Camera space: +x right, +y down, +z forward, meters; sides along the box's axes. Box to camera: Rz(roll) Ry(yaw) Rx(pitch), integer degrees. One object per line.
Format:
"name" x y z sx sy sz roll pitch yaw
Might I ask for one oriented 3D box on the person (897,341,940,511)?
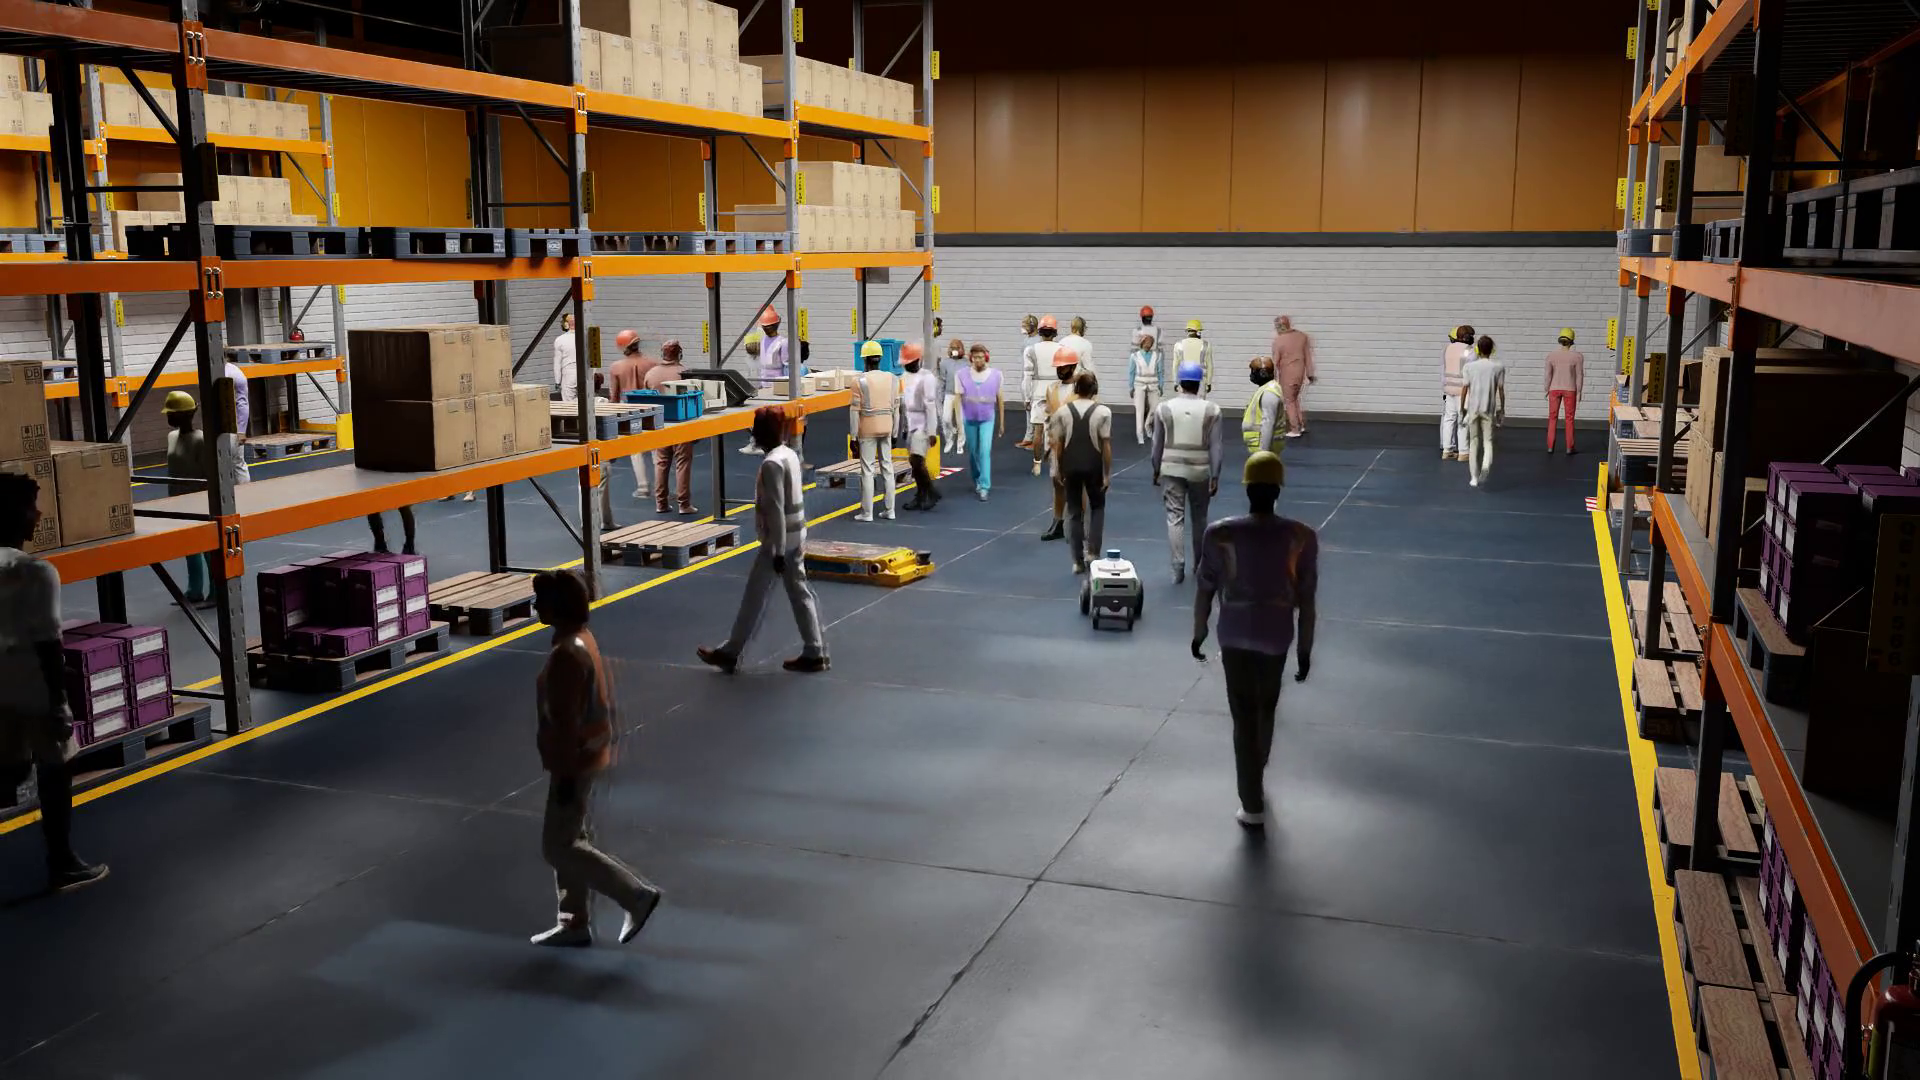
"person" -0.472 -1.219 18.109 0.534 1.888 0.651 -6 12 -32

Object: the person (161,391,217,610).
"person" -6.204 -0.319 13.394 0.533 1.767 0.326 6 12 30

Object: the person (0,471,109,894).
"person" -4.218 0.673 7.324 0.611 1.949 0.682 4 11 23

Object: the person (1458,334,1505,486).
"person" 6.291 -1.542 20.059 0.525 1.856 0.579 3 11 16

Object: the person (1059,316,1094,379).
"person" 1.609 -2.134 23.131 0.354 1.936 0.635 -9 14 -43

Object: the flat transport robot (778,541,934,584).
"flat transport robot" -1.009 0.179 14.792 1.431 0.197 0.652 5 11 26

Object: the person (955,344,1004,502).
"person" 0.225 -1.384 19.342 0.564 1.802 0.948 1 10 7

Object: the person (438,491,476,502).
"person" -5.740 -1.273 18.949 0.537 1.698 0.320 2 10 12

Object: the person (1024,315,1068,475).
"person" 1.111 -1.832 21.134 0.607 2.044 0.377 1 10 3

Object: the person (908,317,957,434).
"person" -0.425 -2.496 25.517 0.977 1.827 0.541 -4 11 -22

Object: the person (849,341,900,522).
"person" -0.919 -1.149 17.643 0.588 1.918 0.397 -6 12 -32

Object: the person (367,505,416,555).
"person" -5.198 -0.682 15.014 0.591 1.912 0.678 3 11 17

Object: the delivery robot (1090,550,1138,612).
"delivery robot" 1.193 0.319 12.944 0.477 0.478 0.707 0 10 2

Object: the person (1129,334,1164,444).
"person" 2.748 -2.241 24.626 0.531 1.626 0.496 -1 10 -6

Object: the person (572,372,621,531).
"person" -3.756 -0.912 17.078 0.513 1.642 0.313 4 11 23

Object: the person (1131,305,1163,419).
"person" 3.155 -3.001 28.082 0.558 1.930 0.675 -2 10 -13

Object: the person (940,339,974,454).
"person" -0.042 -2.000 23.272 0.506 1.622 0.394 1 10 6

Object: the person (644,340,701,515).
"person" -3.111 -1.227 18.151 0.641 1.902 0.400 4 11 21

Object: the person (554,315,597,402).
"person" -5.705 -2.385 24.670 0.646 1.897 0.398 -5 11 -28

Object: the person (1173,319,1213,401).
"person" 3.472 -2.377 24.804 0.591 1.829 0.404 3 10 15

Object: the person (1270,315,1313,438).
"person" 5.013 -2.484 25.303 0.718 1.865 0.447 -7 12 -33

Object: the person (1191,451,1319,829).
"person" 1.513 0.478 8.582 0.605 1.872 0.983 0 10 1

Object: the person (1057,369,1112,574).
"person" 1.112 -0.612 14.867 0.512 1.831 0.495 2 10 14

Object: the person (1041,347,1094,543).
"person" 1.043 -0.928 16.354 0.556 1.937 0.384 7 12 36

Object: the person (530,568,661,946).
"person" -1.542 0.914 6.833 0.453 1.624 0.531 -2 10 -9

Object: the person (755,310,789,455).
"person" -2.600 -2.159 23.003 0.605 2.034 0.393 9 14 42

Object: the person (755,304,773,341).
"person" -3.095 -2.769 26.541 0.375 1.996 0.611 -2 10 -11

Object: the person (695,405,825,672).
"person" -1.357 0.002 11.369 0.920 1.839 0.592 2 10 10

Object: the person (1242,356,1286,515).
"person" 3.017 -0.910 16.546 0.430 1.834 0.632 1 10 8

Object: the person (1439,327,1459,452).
"person" 7.016 -2.128 23.577 0.314 1.769 0.523 -1 10 -7

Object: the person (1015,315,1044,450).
"person" 1.035 -2.253 23.814 0.370 1.934 0.627 -4 11 -22

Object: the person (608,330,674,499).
"person" -3.712 -1.446 19.227 0.667 1.957 0.398 -2 10 -13

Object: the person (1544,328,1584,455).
"person" 8.452 -2.079 23.298 0.524 1.769 0.326 6 12 32

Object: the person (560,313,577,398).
"person" -6.014 -2.556 25.683 0.323 1.876 0.528 3 11 17

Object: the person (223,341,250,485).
"person" -7.872 -1.190 17.811 0.628 1.940 0.378 5 11 27

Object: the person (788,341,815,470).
"person" -2.088 -1.763 21.719 0.317 1.695 0.540 -4 11 -24

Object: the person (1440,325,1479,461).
"person" 6.828 -2.000 22.652 0.429 1.839 0.634 -6 12 -29

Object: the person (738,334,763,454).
"person" -2.824 -2.033 23.244 0.838 1.685 0.503 -9 13 -40

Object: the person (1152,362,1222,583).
"person" 1.999 -0.620 14.701 0.608 1.905 0.956 1 10 7
